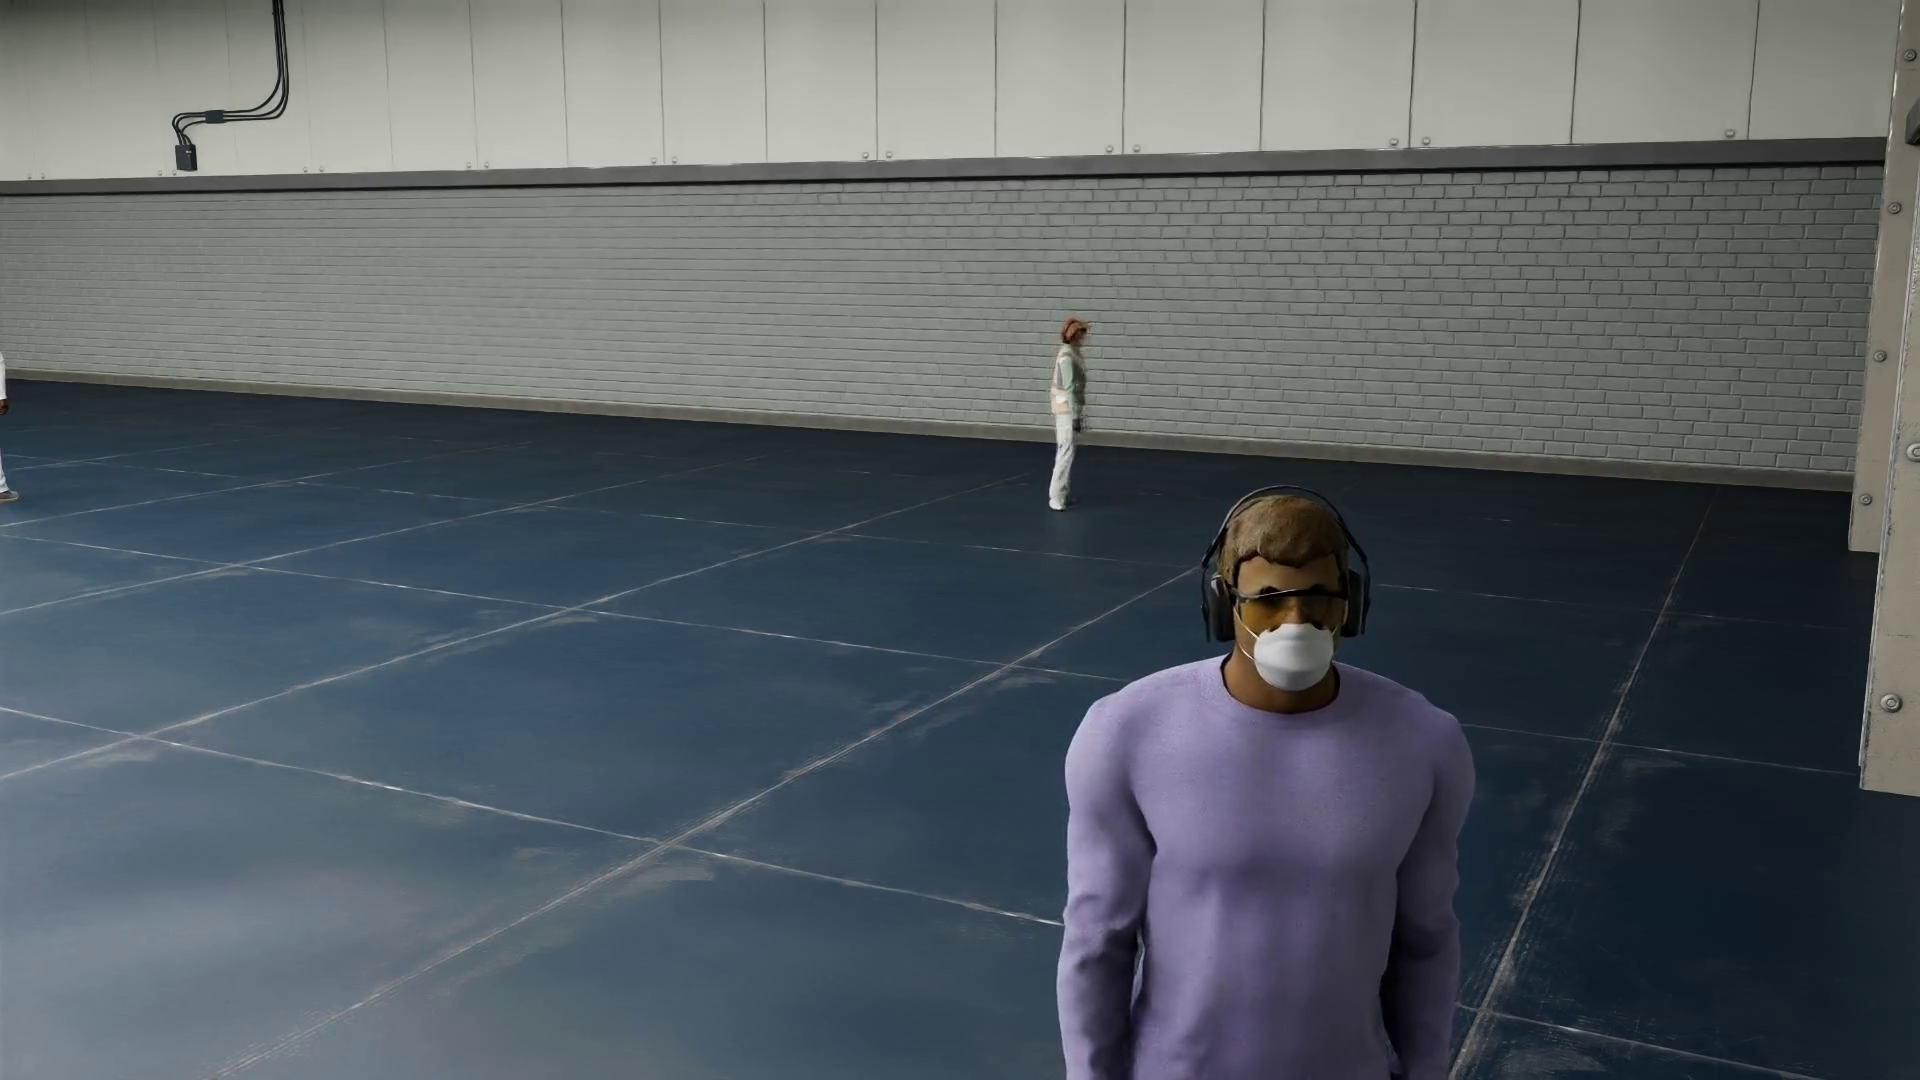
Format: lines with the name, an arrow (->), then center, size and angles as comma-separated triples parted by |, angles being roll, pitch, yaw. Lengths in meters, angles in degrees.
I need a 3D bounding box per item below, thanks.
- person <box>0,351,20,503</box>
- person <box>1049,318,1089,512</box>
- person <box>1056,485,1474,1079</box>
person -> -8.454, -1.242, 14.248 | 0.575, 1.883, 0.362 | 0, 10, -1
person -> 0.921, -1.061, 14.008 | 0.325, 1.613, 0.610 | 1, 10, 4
person -> 0.460, 0.874, 2.557 | 0.627, 1.940, 0.371 | -1, 10, -3
